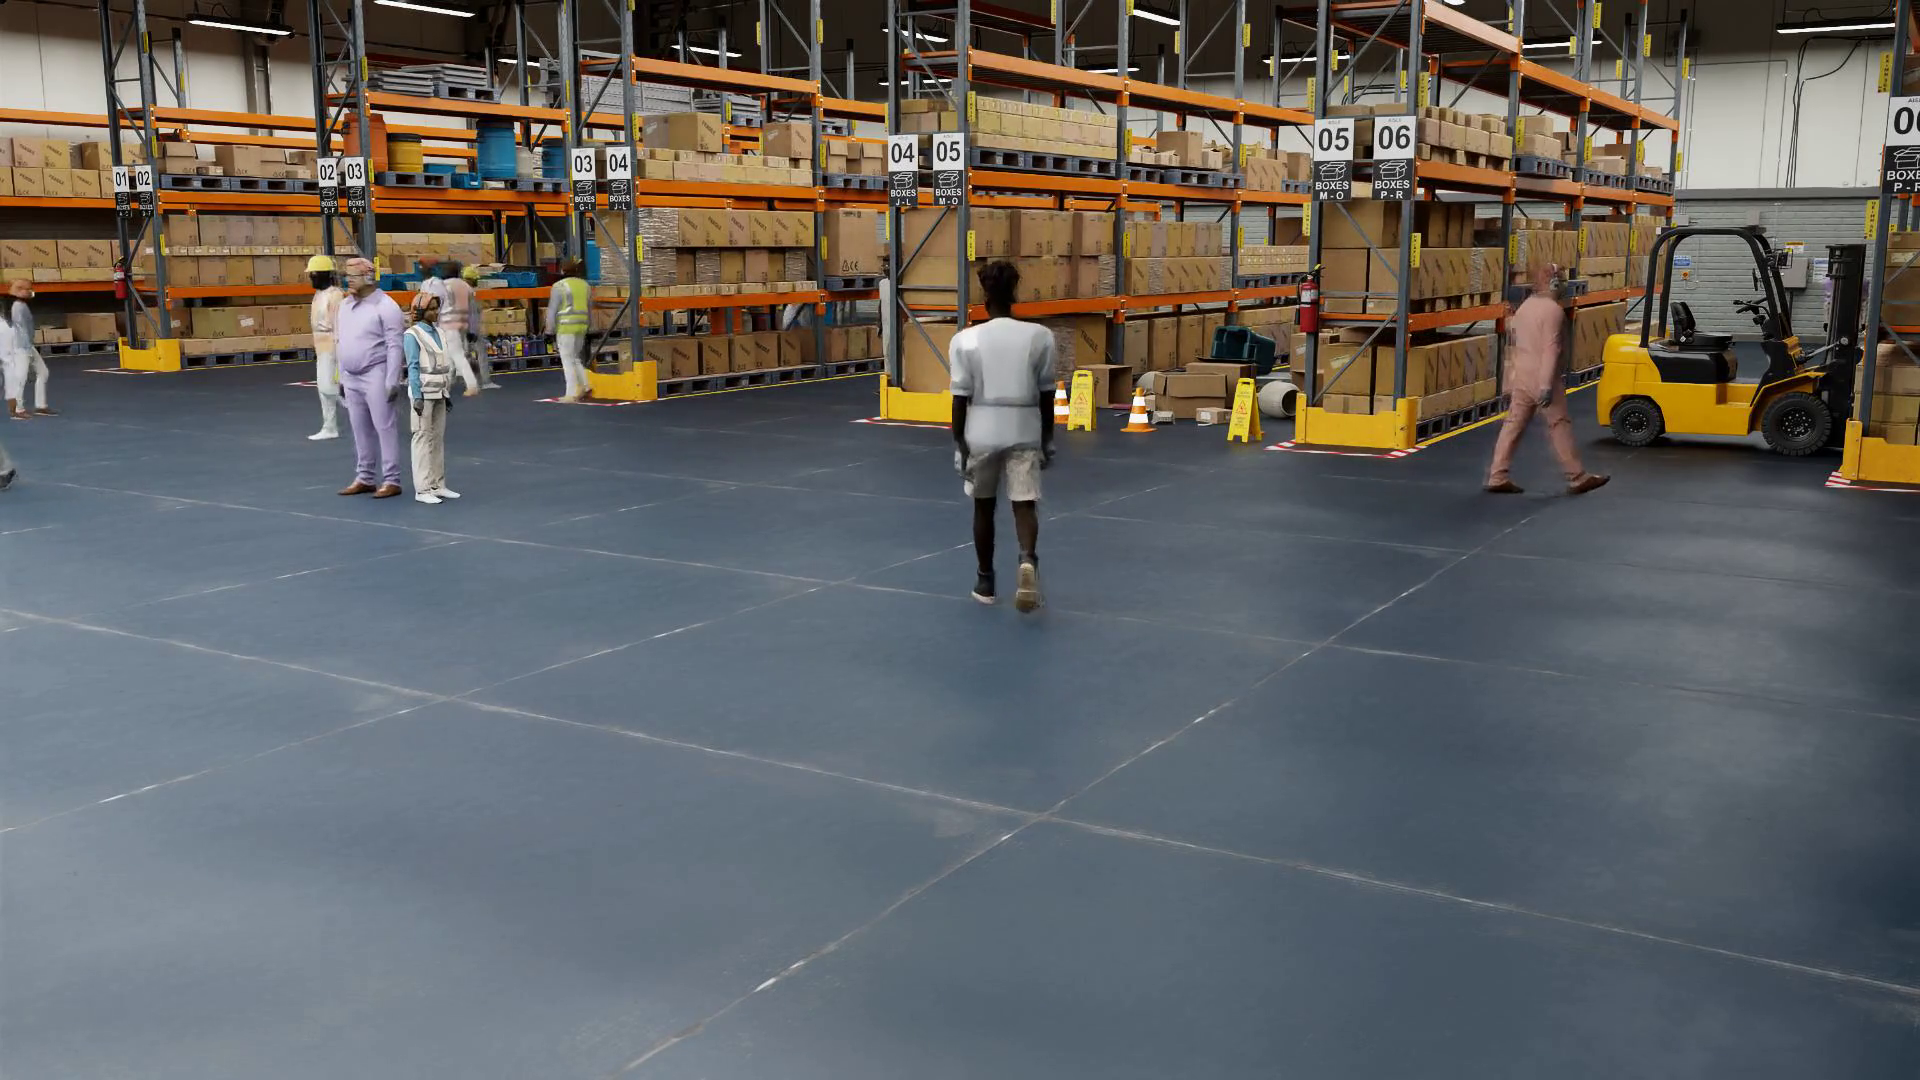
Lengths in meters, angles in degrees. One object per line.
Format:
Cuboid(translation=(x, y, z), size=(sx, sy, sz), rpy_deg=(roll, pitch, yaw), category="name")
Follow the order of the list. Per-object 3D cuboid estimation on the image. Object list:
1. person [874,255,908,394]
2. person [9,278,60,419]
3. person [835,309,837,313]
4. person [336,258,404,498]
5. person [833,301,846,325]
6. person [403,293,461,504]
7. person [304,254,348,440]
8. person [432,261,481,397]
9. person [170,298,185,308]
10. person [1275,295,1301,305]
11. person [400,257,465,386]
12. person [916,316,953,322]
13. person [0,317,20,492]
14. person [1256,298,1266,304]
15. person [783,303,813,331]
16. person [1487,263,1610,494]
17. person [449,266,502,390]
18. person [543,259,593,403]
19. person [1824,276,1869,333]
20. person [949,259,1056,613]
Cuboid(translation=(-0.908, -2.865, 22.222), size=(0.533, 1.868, 0.310), rpy_deg=(8, 13, 37), category="person")
Cuboid(translation=(-10.714, -2.208, 19.223), size=(0.593, 1.612, 0.534), rpy_deg=(-4, 11, -24), category="person")
Cuboid(translation=(-2.832, -5.587, 37.378), size=(0.894, 1.914, 0.544), rpy_deg=(-6, 12, -31), category="person")
Cuboid(translation=(-4.734, -1.285, 13.264), size=(0.650, 1.906, 0.403), rpy_deg=(5, 11, 28), category="person")
Cuboid(translation=(-2.678, -5.409, 36.275), size=(0.635, 1.936, 0.355), rpy_deg=(8, 13, 38), category="person")
Cuboid(translation=(-4.158, -1.111, 13.036), size=(0.309, 1.641, 0.514), rpy_deg=(2, 10, 11), category="person")
Cuboid(translation=(-6.463, -1.984, 17.167), size=(0.559, 1.911, 0.593), rpy_deg=(-7, 12, -34), category="person")
Cuboid(translation=(-6.719, -2.802, 22.077), size=(0.953, 1.800, 0.626), rpy_deg=(5, 11, 24), category="person")
Cuboid(translation=(-14.086, -4.121, 29.621), size=(0.530, 1.744, 0.727), rpy_deg=(5, 11, 27), category="person")
Cuboid(translation=(6.488, -4.687, 32.367), size=(0.706, 1.888, 0.474), rpy_deg=(1, 10, 8), category="person")
Cuboid(translation=(-7.516, -3.112, 23.734), size=(1.019, 1.837, 0.592), rpy_deg=(-9, 13, -40), category="person")
Cuboid(translation=(-0.370, -2.831, 21.656), size=(0.664, 2.002, 0.464), rpy_deg=(7, 12, 33), category="person")
Cuboid(translation=(-7.822, -1.220, 13.237), size=(0.599, 1.796, 0.921), rpy_deg=(1, 10, 4), category="person")
Cuboid(translation=(6.039, -4.744, 32.860), size=(0.474, 1.832, 0.681), rpy_deg=(6, 12, 30), category="person")
Cuboid(translation=(-2.818, -3.995, 28.527), size=(1.049, 1.886, 0.648), rpy_deg=(-9, 14, -42), category="person")
Cuboid(translation=(4.740, -1.283, 13.382), size=(0.980, 1.851, 0.674), rpy_deg=(-1, 10, -8), category="person")
Cuboid(translation=(-6.827, -2.928, 23.027), size=(0.781, 1.712, 0.489), rpy_deg=(-9, 13, -41), category="person")
Cuboid(translation=(-4.959, -2.641, 21.113), size=(0.445, 1.824, 0.641), rpy_deg=(5, 11, 28), category="person")
Cuboid(translation=(12.708, -3.183, 23.868), size=(0.588, 1.918, 0.396), rpy_deg=(1, 10, 7), category="person")
Cuboid(translation=(0.244, -0.563, 9.129), size=(0.616, 1.942, 0.805), rpy_deg=(-1, 10, -4), category="person")
